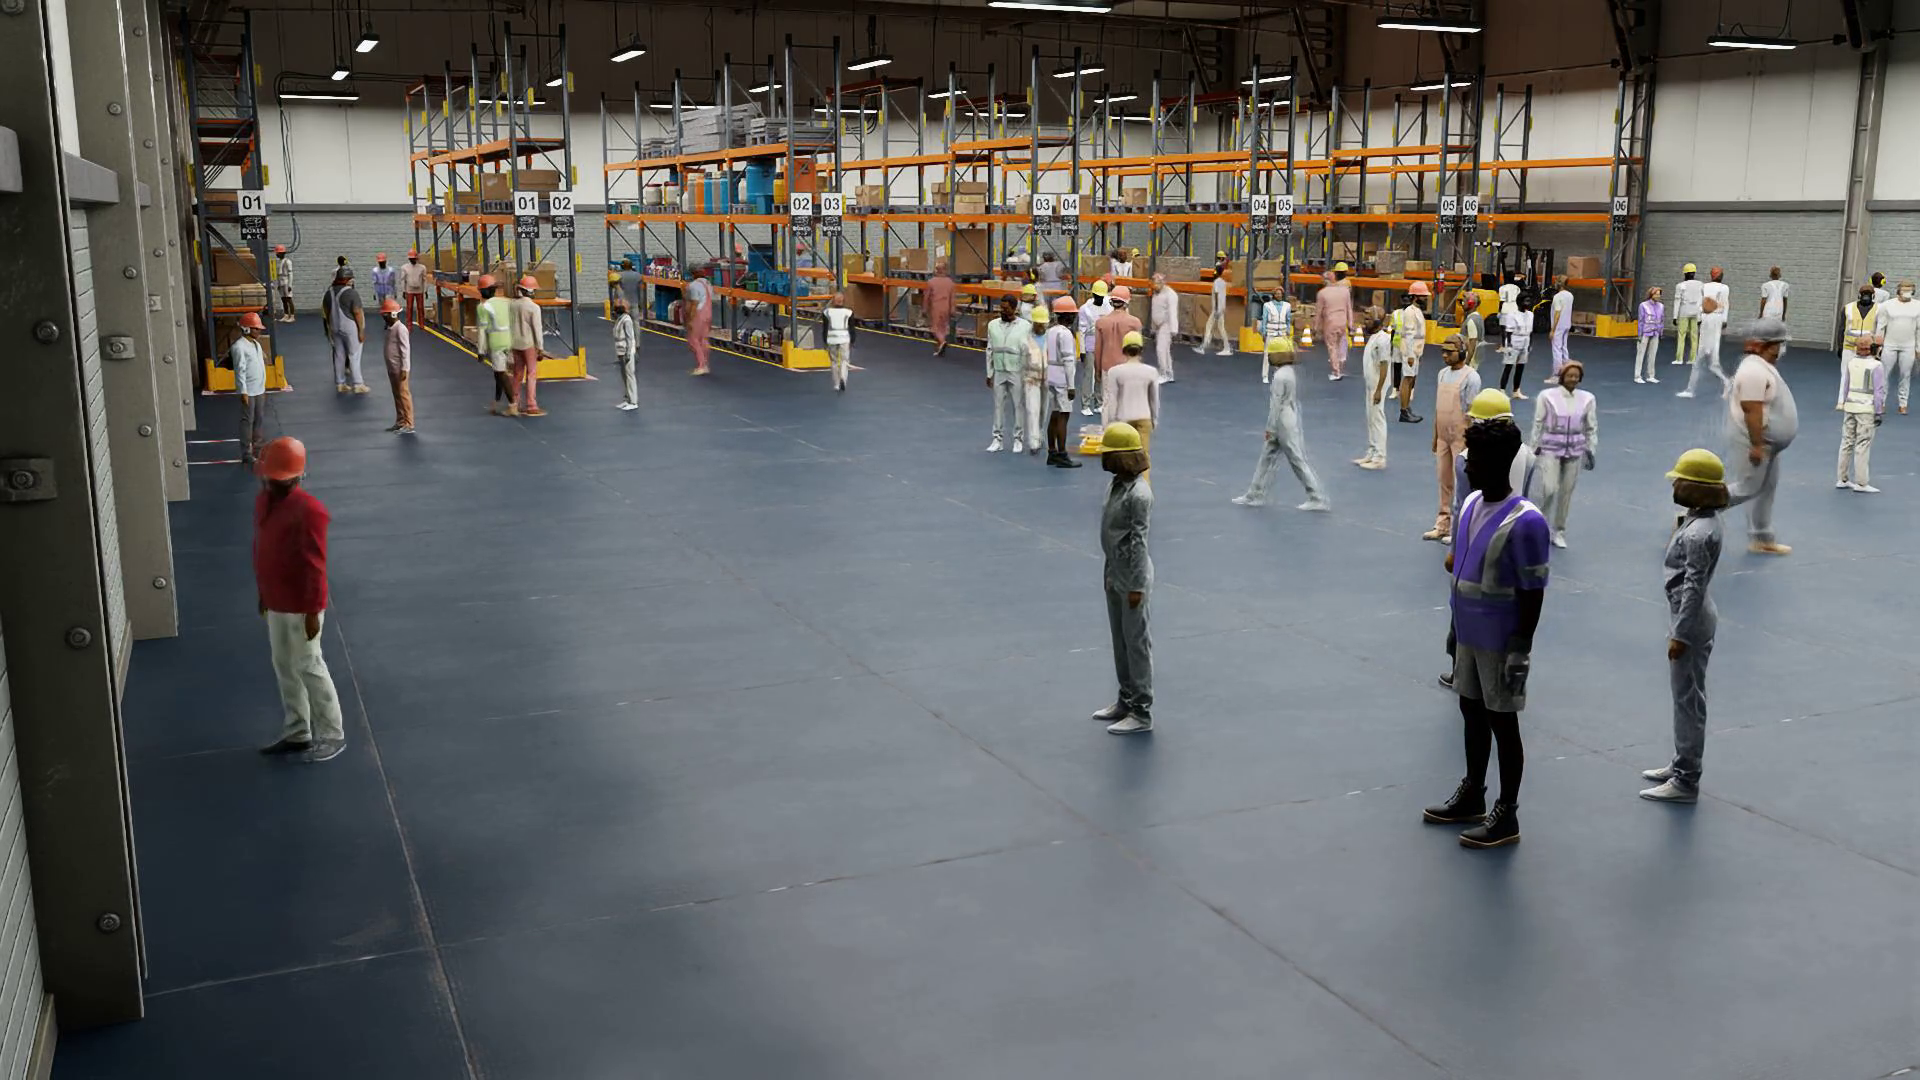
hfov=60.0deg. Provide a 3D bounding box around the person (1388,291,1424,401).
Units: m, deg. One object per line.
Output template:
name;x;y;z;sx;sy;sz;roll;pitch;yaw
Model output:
person;6.874;-2.992;25.646;0.538;1.690;0.318;9;14;38

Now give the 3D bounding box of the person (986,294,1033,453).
person;0.601;-2.011;20.078;0.587;1.915;0.397;4;12;20

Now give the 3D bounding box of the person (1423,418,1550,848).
person;2.410;0.420;7.587;0.362;1.963;0.614;-3;11;-13

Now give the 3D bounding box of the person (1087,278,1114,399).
person;2.217;-3.111;25.746;0.573;1.883;0.356;-2;11;-10

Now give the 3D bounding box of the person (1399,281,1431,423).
person;6.277;-2.594;22.973;0.364;1.939;0.542;5;12;25

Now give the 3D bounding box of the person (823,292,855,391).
person;-1.954;-3.192;26.832;0.521;1.617;0.629;0;11;1

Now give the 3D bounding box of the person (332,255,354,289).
person;-14.718;-5.856;39.741;0.532;1.864;0.314;-2;11;-10

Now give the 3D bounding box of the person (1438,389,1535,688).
person;3.164;0.002;10.052;0.586;1.833;0.403;-7;13;-31

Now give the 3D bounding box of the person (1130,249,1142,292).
person;5.148;-7.620;48.786;0.600;1.830;0.403;-11;15;-43

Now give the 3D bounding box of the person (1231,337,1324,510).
person;3.150;-1.132;16.192;0.917;1.687;0.486;4;12;17

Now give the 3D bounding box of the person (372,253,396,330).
person;-14.250;-6.157;41.206;0.544;1.906;0.907;-2;11;-12

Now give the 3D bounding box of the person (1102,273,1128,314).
person;3.016;-4.394;32.724;0.639;1.707;0.658;4;12;19

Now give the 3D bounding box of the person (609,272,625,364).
person;-6.449;-4.184;31.547;0.389;1.777;0.537;-3;12;-16

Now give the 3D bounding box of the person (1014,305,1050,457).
person;0.943;-1.925;19.994;0.591;1.799;0.877;-2;11;-10

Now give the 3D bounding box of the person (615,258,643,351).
person;-6.925;-4.914;34.765;0.630;1.940;0.372;-7;13;-33

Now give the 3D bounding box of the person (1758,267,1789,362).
person;15.771;-4.376;32.287;0.506;1.839;0.350;1;11;5

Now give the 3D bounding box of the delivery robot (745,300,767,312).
delivery robot;-5.714;-6.588;46.563;0.477;0.478;0.707;-9;14;-40

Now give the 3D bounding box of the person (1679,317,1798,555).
person;6.626;-0.886;14.033;0.801;2.000;0.681;7;13;32

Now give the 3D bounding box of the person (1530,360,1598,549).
person;5.185;-0.723;14.248;0.542;1.620;0.481;0;11;1

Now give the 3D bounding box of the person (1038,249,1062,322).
person;2.221;-6.155;40.811;0.677;2.000;0.977;-5;12;-23

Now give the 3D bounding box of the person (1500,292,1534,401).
person;8.574;-2.970;25.545;0.545;1.689;0.327;-6;12;-26

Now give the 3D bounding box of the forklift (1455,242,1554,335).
forklift;13.047;-6.049;39.881;2.313;2.155;1.214;-5;12;-23

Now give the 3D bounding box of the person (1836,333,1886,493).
person;9.348;-1.315;17.234;0.311;1.642;0.513;-2;11;-11

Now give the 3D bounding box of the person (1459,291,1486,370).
person;6.765;-2.364;22.041;0.383;1.845;0.570;4;12;20

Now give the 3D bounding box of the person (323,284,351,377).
person;-10.947;-3.707;29.355;0.538;1.653;0.884;-4;12;-19

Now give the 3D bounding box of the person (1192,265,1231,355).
person;5.169;-4.670;33.825;0.920;1.816;0.557;8;14;35

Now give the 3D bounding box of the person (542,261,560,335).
person;-9.686;-5.710;39.307;0.492;1.742;0.324;4;12;22

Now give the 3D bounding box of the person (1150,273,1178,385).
person;3.399;-3.543;27.987;0.634;1.876;0.745;-4;12;-21

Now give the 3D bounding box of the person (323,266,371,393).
person;-9.833;-3.390;26.759;0.684;2.000;0.535;5;12;23

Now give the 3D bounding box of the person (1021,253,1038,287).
person;2.055;-7.918;50.120;0.633;1.898;0.577;-6;12;-26

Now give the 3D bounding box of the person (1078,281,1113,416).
person;1.957;-2.734;23.742;0.585;1.917;0.382;-7;13;-31

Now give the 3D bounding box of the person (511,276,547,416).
person;-6.159;-2.762;23.728;0.623;1.986;0.427;8;14;36

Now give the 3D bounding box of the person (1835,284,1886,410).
person;13.124;-2.795;24.241;0.626;1.846;0.429;6;13;29

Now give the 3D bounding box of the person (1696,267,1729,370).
person;13.827;-4.061;30.572;0.361;1.882;0.575;-9;14;-37
